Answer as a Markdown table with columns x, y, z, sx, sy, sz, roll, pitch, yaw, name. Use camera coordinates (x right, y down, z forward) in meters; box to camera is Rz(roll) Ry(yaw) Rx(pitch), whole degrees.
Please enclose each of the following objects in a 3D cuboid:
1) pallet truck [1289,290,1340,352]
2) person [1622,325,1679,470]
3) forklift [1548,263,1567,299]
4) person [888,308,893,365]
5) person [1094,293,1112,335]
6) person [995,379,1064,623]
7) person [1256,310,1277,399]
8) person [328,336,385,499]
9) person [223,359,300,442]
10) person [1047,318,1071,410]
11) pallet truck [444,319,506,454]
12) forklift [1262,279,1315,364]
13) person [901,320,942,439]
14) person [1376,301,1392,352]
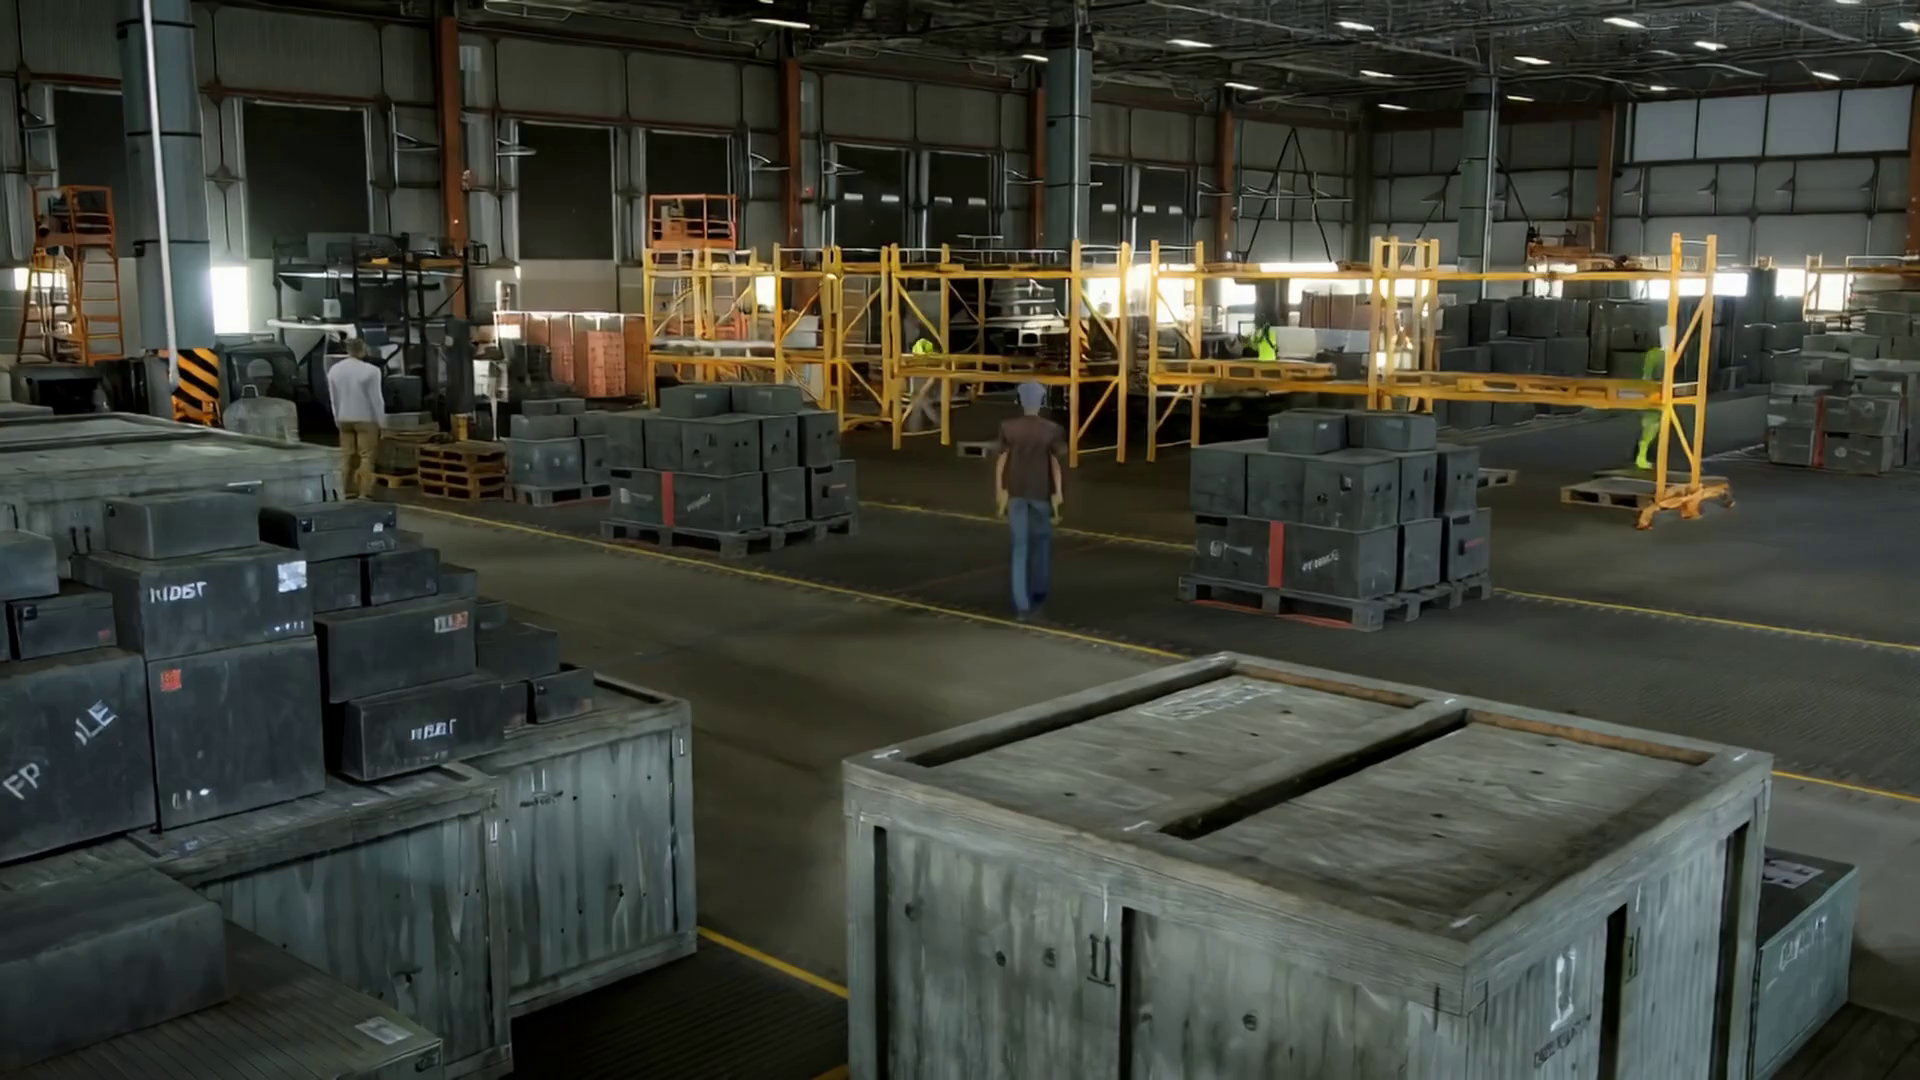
| x | y | z | sx | sy | sz | roll | pitch | yaw | name |
| --- | --- | --- | --- | --- | --- | --- | --- | --- | --- |
| 11.297 | -6.951 | 52.861 | 1.885 | 1.965 | 0.823 | -5 | 11 | -29 | pallet truck |
| 9.129 | -1.870 | 21.932 | 0.468 | 1.923 | 0.673 | 0 | 9 | 1 | person |
| 16.473 | -6.266 | 45.965 | 1.873 | 2.768 | 1.129 | 2 | 10 | 15 | forklift |
| -1.861 | -5.300 | 43.862 | 0.314 | 1.634 | 0.516 | 2 | 10 | 15 | person |
| 4.409 | -6.666 | 51.335 | 0.544 | 1.929 | 0.386 | 0 | 9 | 2 | person |
| 0.535 | -0.322 | 12.756 | 0.551 | 1.817 | 0.961 | 1 | 9 | 8 | person |
| 6.248 | -3.765 | 33.832 | 0.422 | 1.828 | 0.545 | -8 | 12 | -39 | person |
| -6.650 | -1.286 | 18.383 | 0.641 | 1.926 | 0.397 | 2 | 9 | 12 | person |
| -5.764 | -0.538 | 13.791 | 0.585 | 1.918 | 0.394 | -2 | 10 | -13 | person |
| 1.880 | -3.318 | 31.402 | 0.485 | 1.738 | 0.322 | 1 | 9 | 9 | person |
| -6.981 | -1.942 | 22.150 | 1.885 | 1.965 | 0.823 | 1 | 9 | 9 | pallet truck |
| 8.555 | -6.090 | 44.881 | 1.873 | 2.768 | 1.129 | 9 | 13 | 43 | forklift |
| -0.549 | -2.510 | 26.046 | 0.798 | 1.868 | 0.718 | -4 | 10 | -22 | person |
| 11.233 | -5.478 | 44.310 | 0.590 | 1.850 | 0.900 | 1 | 9 | 9 | person |
